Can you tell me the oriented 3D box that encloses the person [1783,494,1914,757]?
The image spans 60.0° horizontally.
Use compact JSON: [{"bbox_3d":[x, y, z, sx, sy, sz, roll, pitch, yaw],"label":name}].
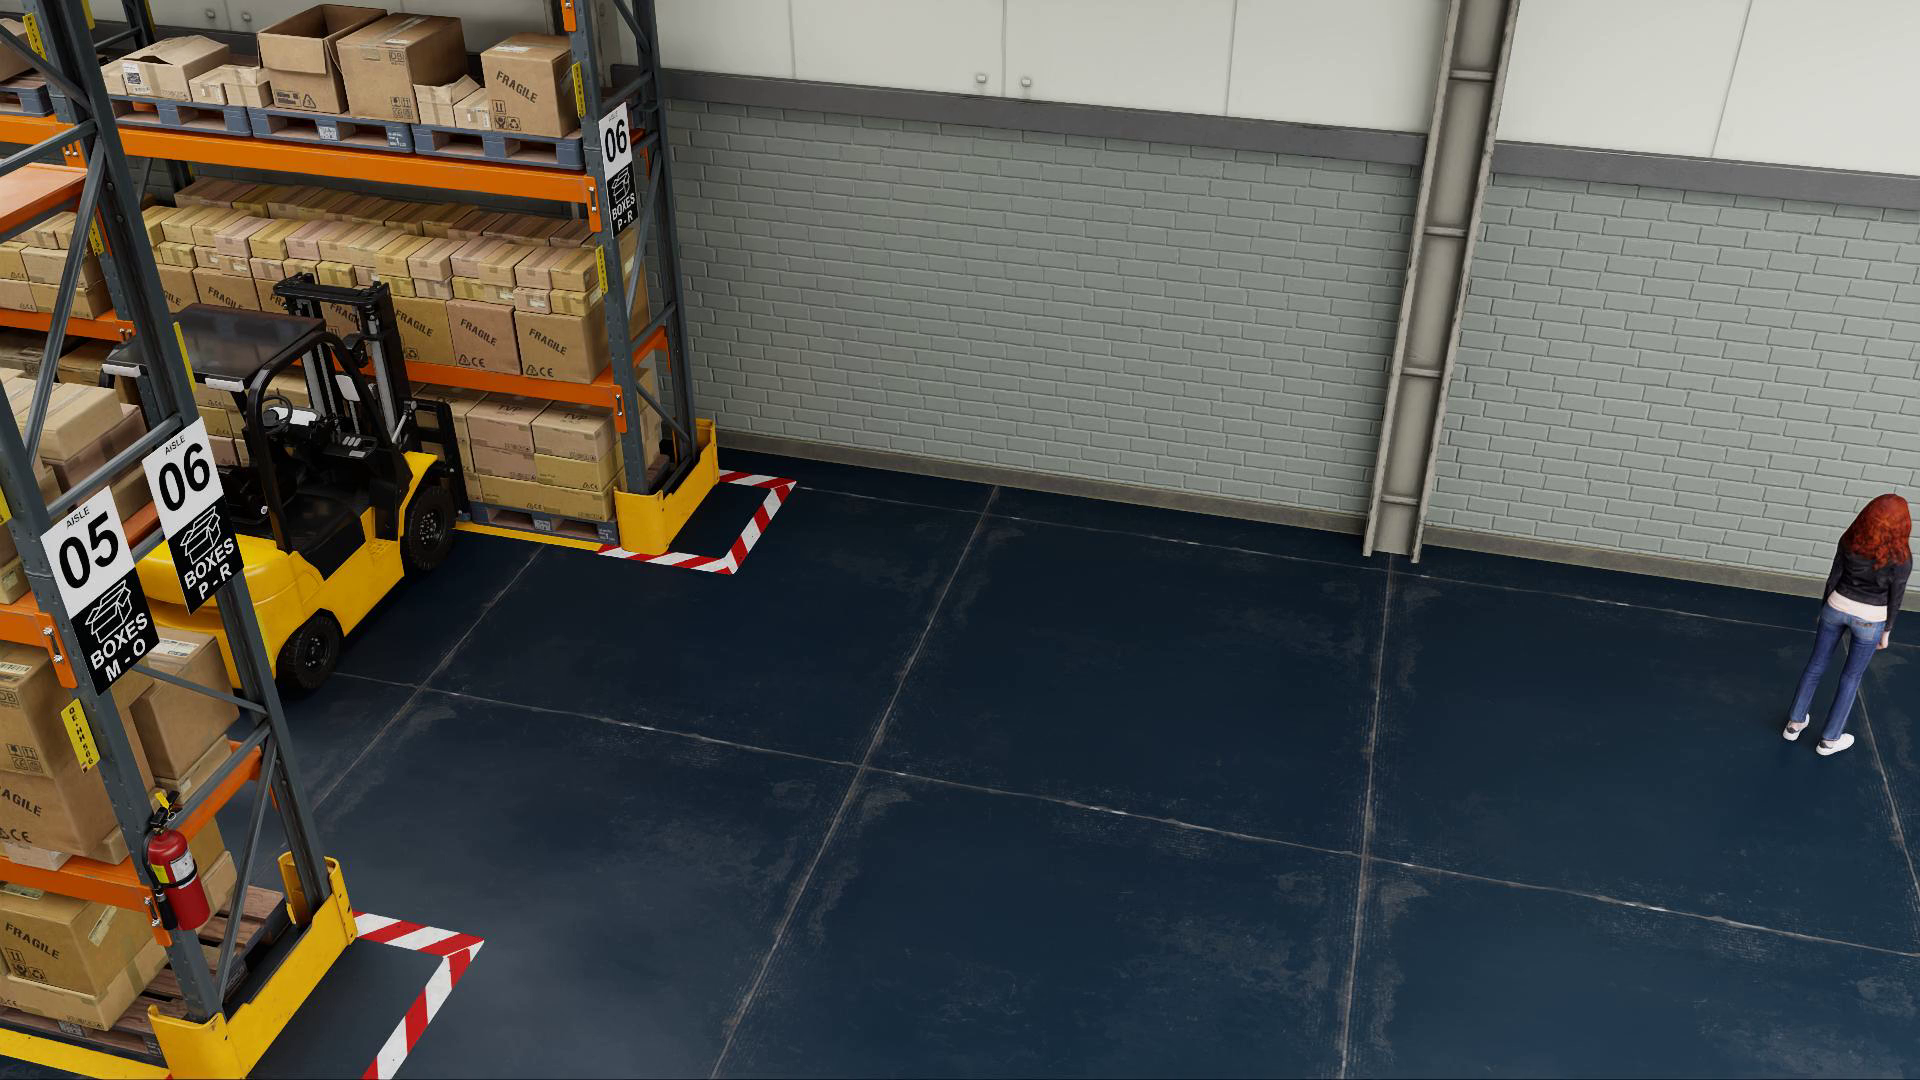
[{"bbox_3d":[5.276,0.493,9.841,0.730,1.787,0.647,-25,41,-33],"label":"person"}]
